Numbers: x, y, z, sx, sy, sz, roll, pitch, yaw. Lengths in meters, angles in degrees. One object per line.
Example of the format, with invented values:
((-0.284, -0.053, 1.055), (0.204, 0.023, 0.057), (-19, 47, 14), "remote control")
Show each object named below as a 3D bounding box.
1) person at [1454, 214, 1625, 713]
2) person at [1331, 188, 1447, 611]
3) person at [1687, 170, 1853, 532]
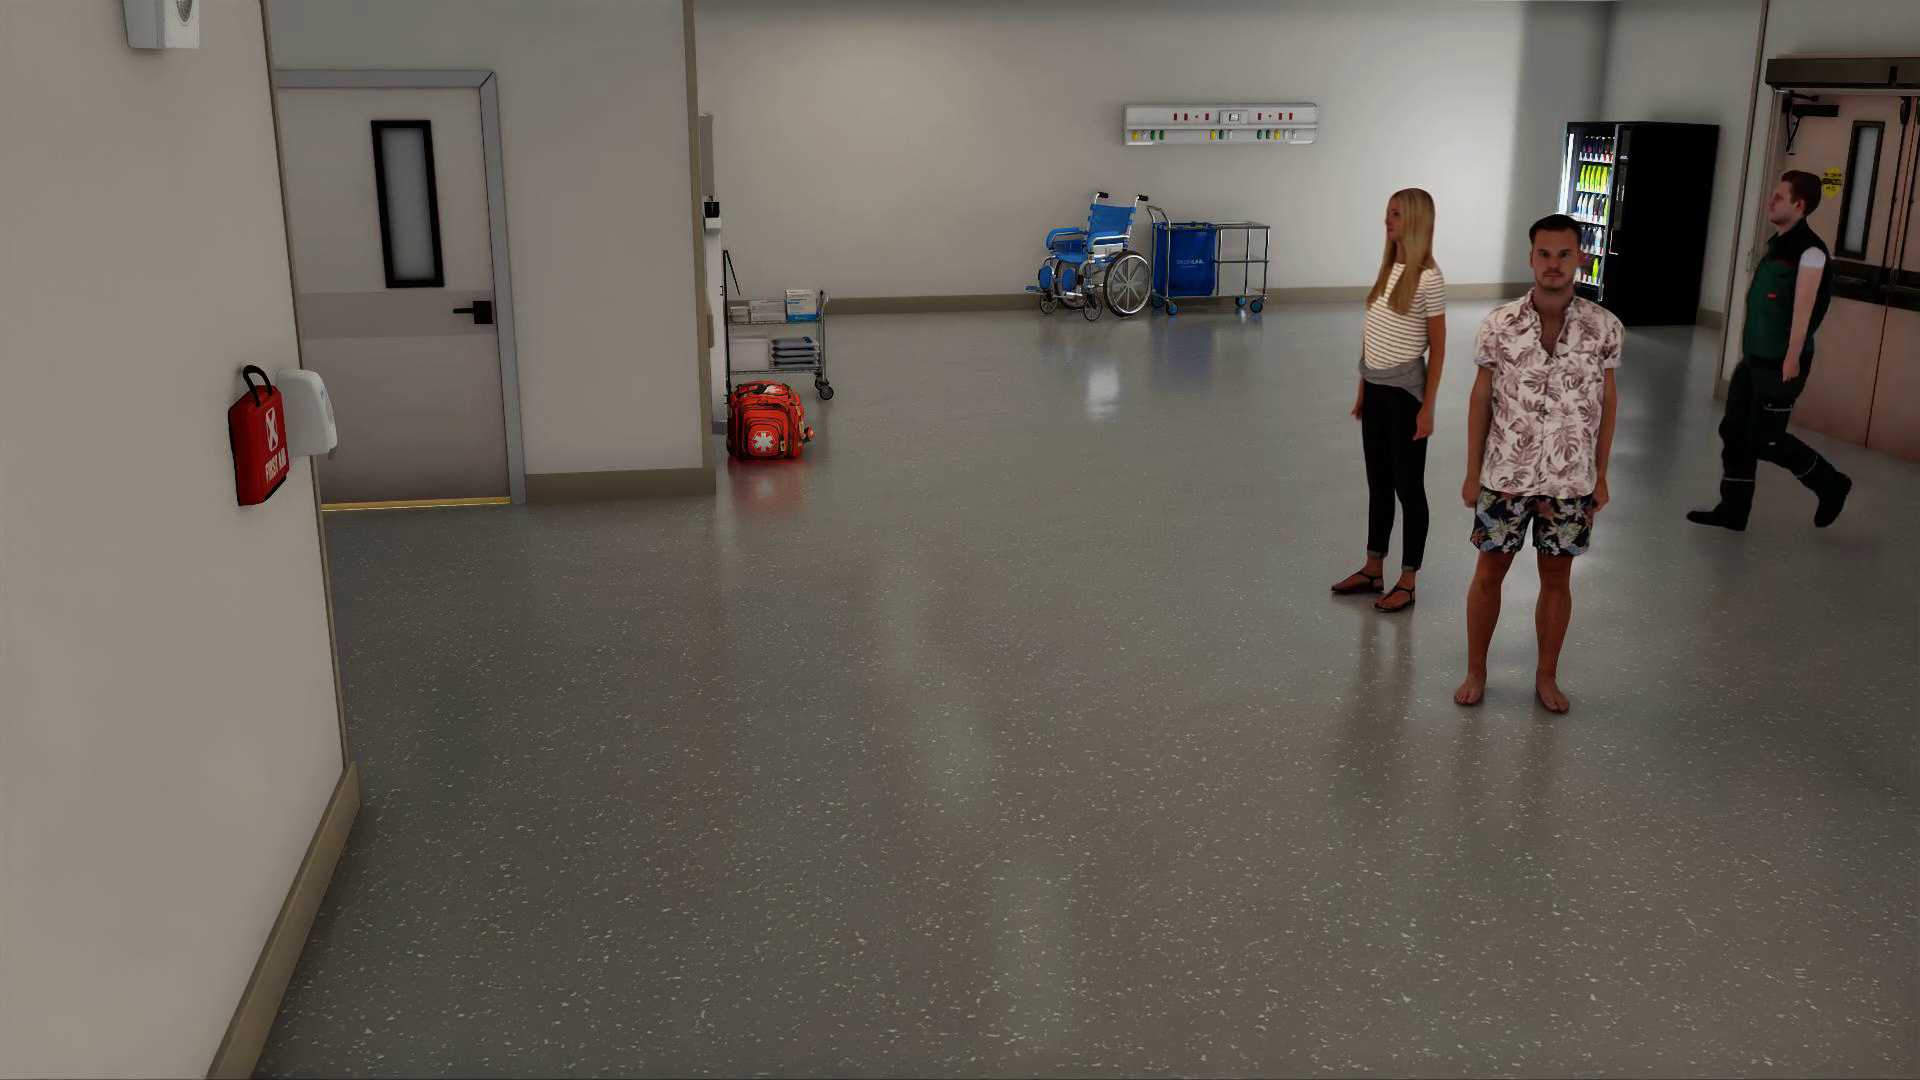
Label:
((2.124, -0.282, 6.130), (0.744, 1.815, 0.706), (4, 16, 13), "person")
((1.930, -0.613, 7.286), (0.721, 1.826, 0.553), (-7, 17, -24), "person")
((4.147, -0.903, 8.311), (0.866, 1.825, 0.982), (2, 16, 5), "person")
